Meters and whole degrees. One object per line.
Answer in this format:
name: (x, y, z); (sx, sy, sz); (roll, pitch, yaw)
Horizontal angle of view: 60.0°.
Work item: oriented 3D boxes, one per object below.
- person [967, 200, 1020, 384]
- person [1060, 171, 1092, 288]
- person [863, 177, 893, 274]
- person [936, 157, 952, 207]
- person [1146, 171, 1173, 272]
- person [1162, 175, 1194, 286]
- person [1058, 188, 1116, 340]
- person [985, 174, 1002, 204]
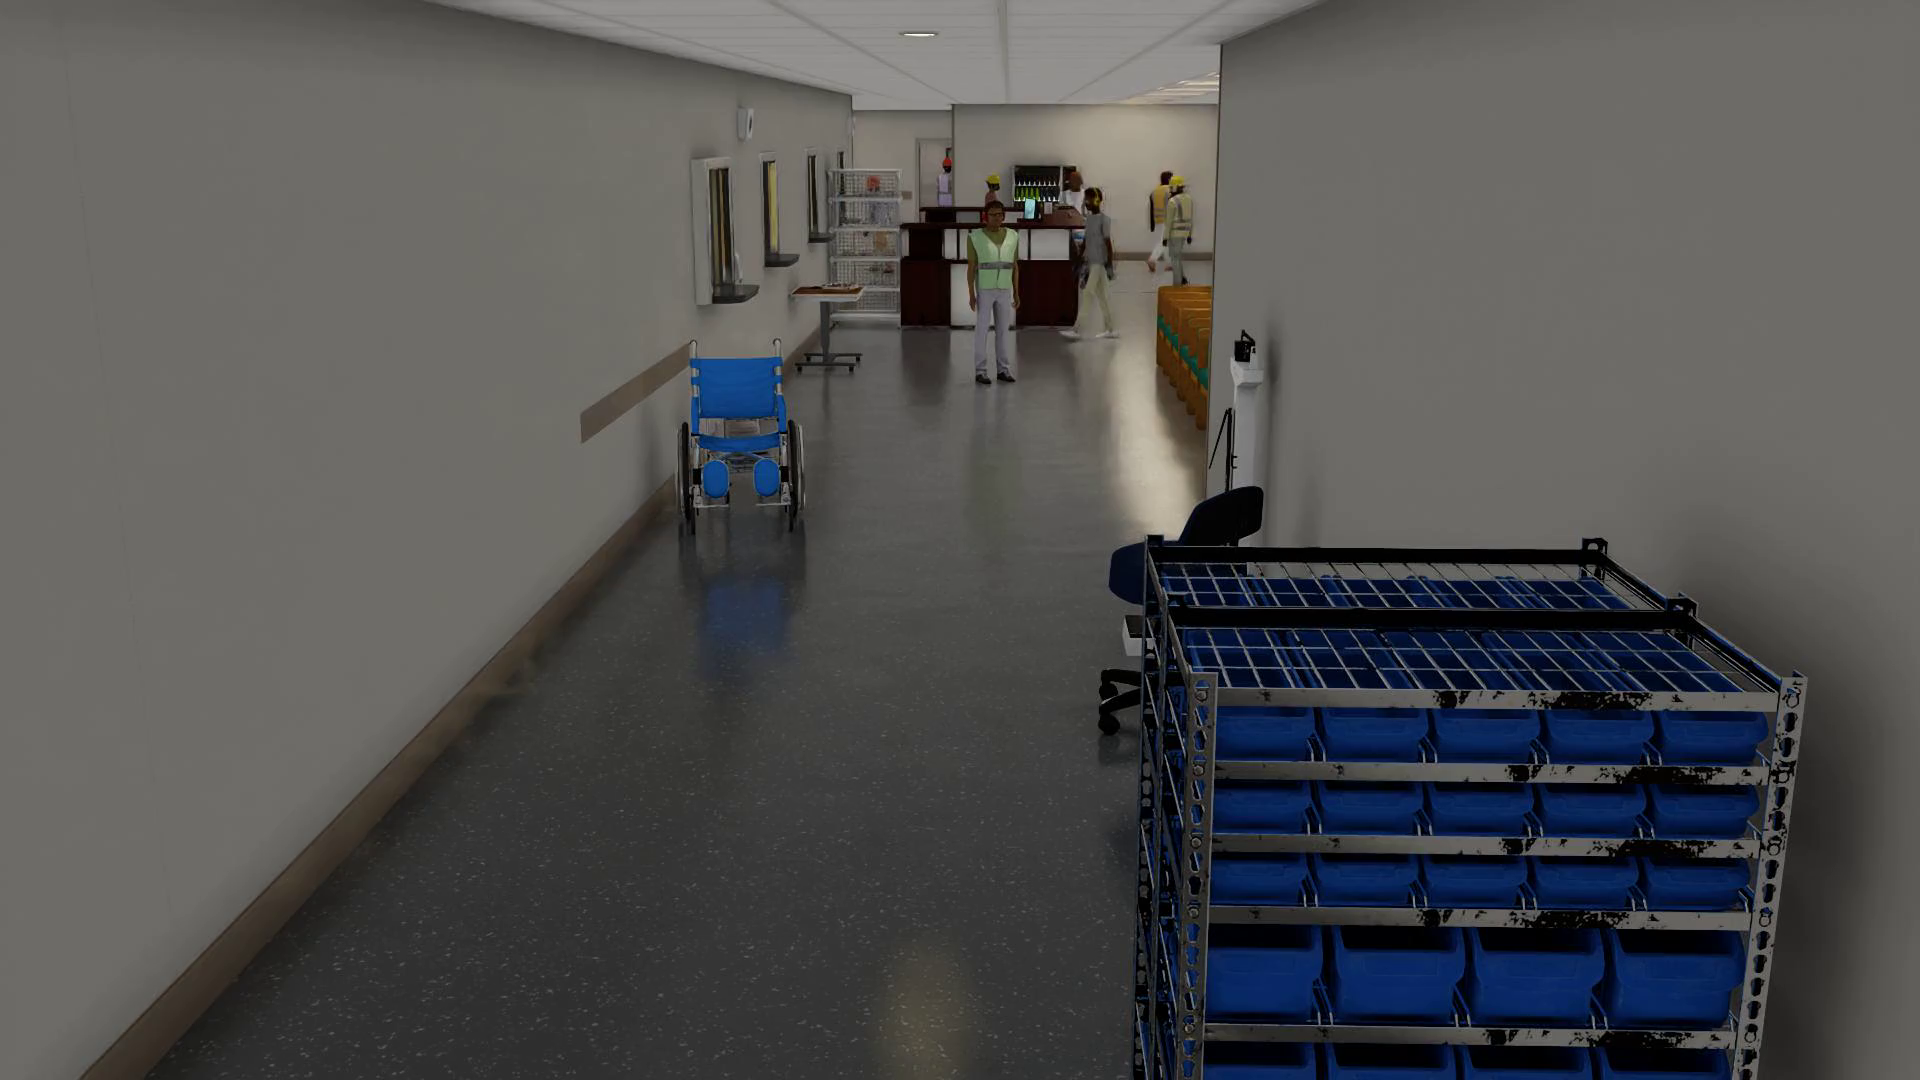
person: (0.328, -2.506, 16.819); (0.560, 1.840, 0.400); (-7, 15, -25)
person: (1.880, -5.011, 26.910); (0.583, 1.877, 0.351); (5, 15, 20)
person: (-1.506, -5.611, 29.673); (0.725, 1.707, 0.586); (7, 15, 26)
person: (-0.267, -7.323, 36.153); (0.545, 1.942, 0.349); (10, 17, 35)
person: (3.668, -5.753, 30.063); (0.883, 1.815, 0.619); (-10, 17, -35)
person: (3.441, -4.867, 26.435); (0.433, 1.814, 0.617); (13, 19, 41)
person: (1.539, -3.338, 20.196); (0.904, 1.834, 0.496); (-5, 15, -20)
person: (0.580, -5.507, 29.146); (0.308, 1.769, 0.525); (-3, 14, -12)
